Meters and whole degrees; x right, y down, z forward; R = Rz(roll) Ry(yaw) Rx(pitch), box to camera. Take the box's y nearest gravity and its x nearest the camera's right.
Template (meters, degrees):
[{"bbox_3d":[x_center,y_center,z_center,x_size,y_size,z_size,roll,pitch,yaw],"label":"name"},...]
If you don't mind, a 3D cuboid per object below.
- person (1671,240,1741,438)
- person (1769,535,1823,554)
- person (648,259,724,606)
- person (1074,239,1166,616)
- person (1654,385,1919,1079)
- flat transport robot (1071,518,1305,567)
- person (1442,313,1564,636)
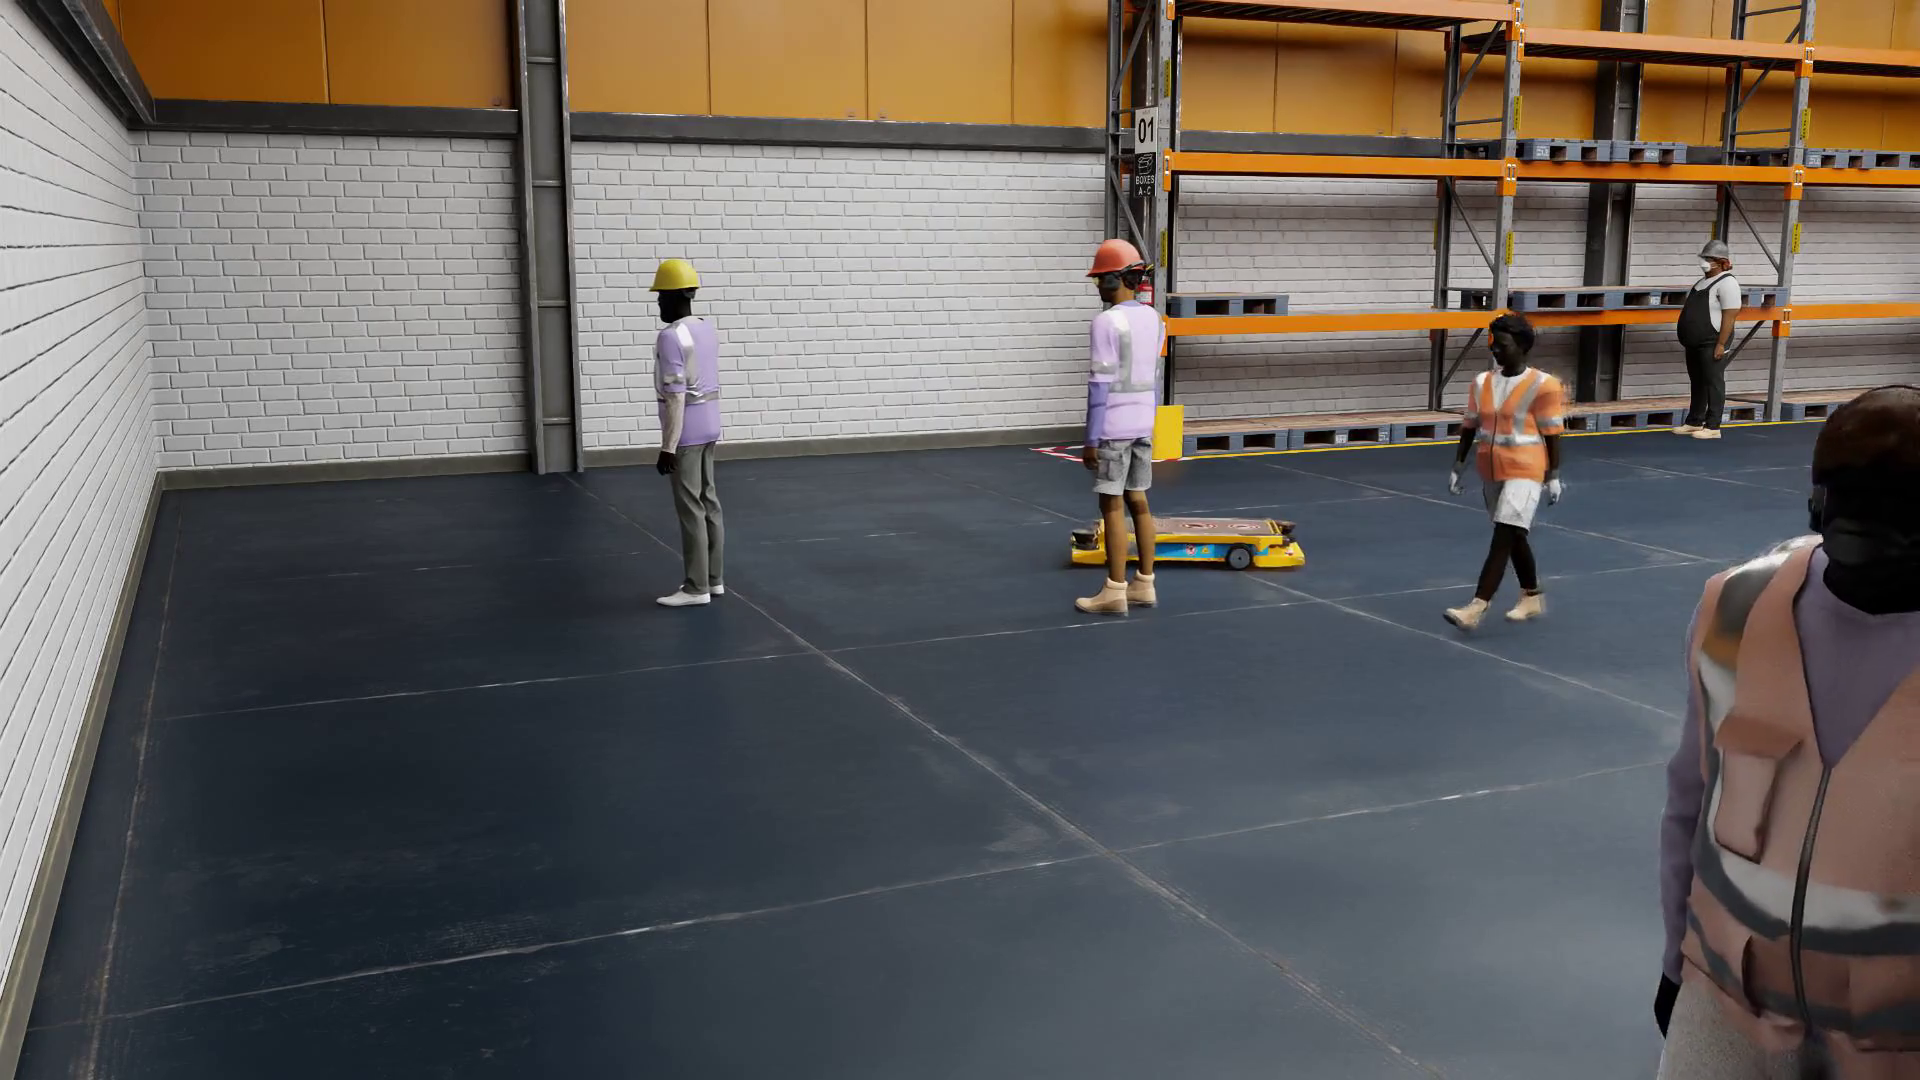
[{"bbox_3d":[7.702,-2.074,17.216,0.537,2.000,0.682,-1,10,-5],"label":"person"},{"bbox_3d":[1.962,0.562,3.700,0.396,1.620,0.545,-4,11,-23],"label":"person"},{"bbox_3d":[-1.532,-0.588,9.252,0.388,1.926,0.590,3,11,16],"label":"person"},{"bbox_3d":[0.854,-0.605,9.054,0.392,2.034,0.606,8,13,38],"label":"person"},{"bbox_3d":[1.257,0.695,2.372,0.518,1.826,0.649,-9,14,-41],"label":"person"},{"bbox_3d":[1.436,0.003,10.572,1.431,0.197,0.652,1,10,6],"label":"flat transport robot"},{"bbox_3d":[2.787,-0.337,8.603,0.882,1.642,0.551,-6,12,-31],"label":"person"}]
